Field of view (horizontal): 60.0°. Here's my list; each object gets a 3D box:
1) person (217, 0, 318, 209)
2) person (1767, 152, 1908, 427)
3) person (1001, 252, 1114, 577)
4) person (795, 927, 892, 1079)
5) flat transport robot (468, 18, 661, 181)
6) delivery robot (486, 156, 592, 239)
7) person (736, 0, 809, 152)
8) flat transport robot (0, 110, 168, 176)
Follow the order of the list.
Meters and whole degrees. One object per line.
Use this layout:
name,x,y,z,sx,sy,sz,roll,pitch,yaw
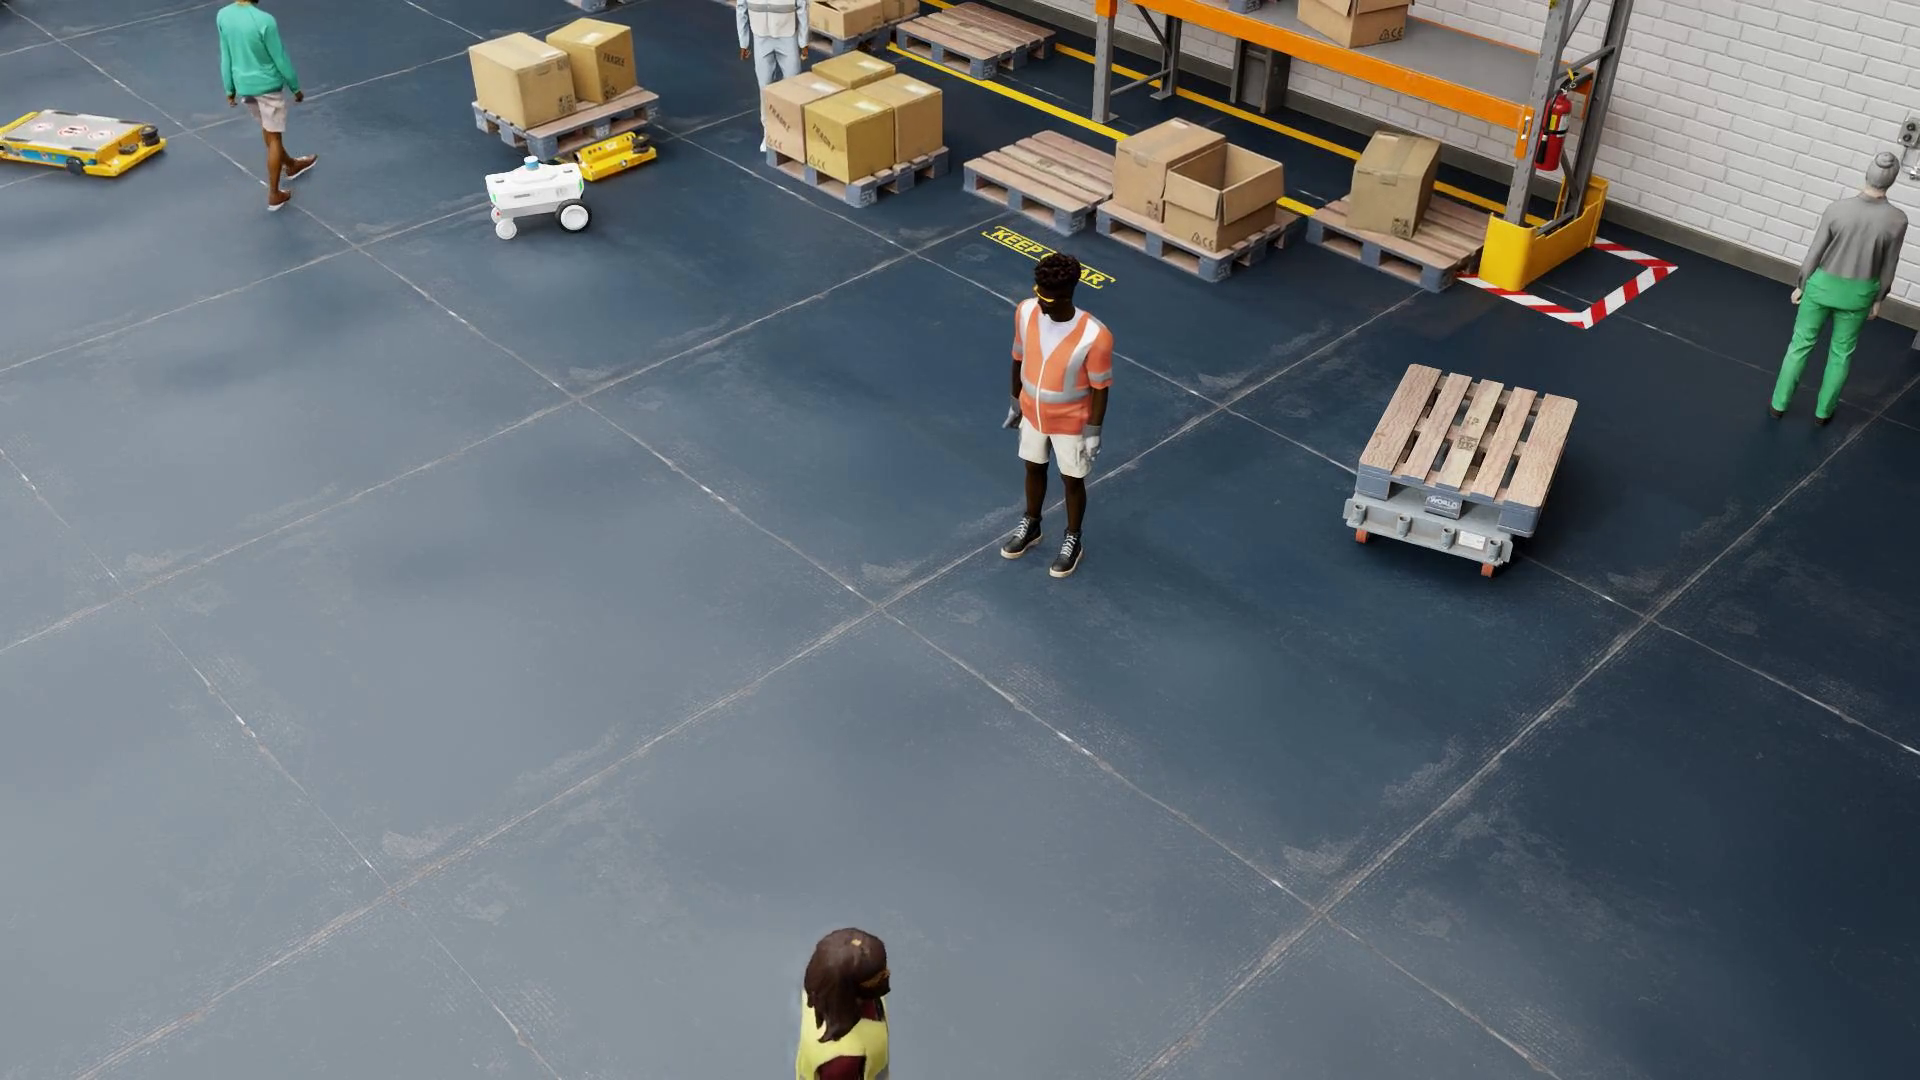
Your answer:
person,-5.403,-3.554,12.961,0.561,1.808,0.814,10,38,13
person,5.449,-1.553,10.286,0.524,1.839,0.325,15,40,19
person,0.517,-0.681,9.032,0.601,1.960,0.370,24,43,28
person,-0.413,1.926,5.754,0.599,1.745,0.471,-3,37,-4
flat transport robot,-3.272,-3.418,14.059,1.431,0.231,0.659,31,47,34
delivery robot,-3.244,-2.657,12.825,0.813,0.609,0.499,-12,39,-16
person,-1.527,-4.120,13.635,0.596,1.906,0.410,3,37,4
flat transport robot,-7.483,-3.337,13.951,1.431,0.231,0.659,10,38,13
